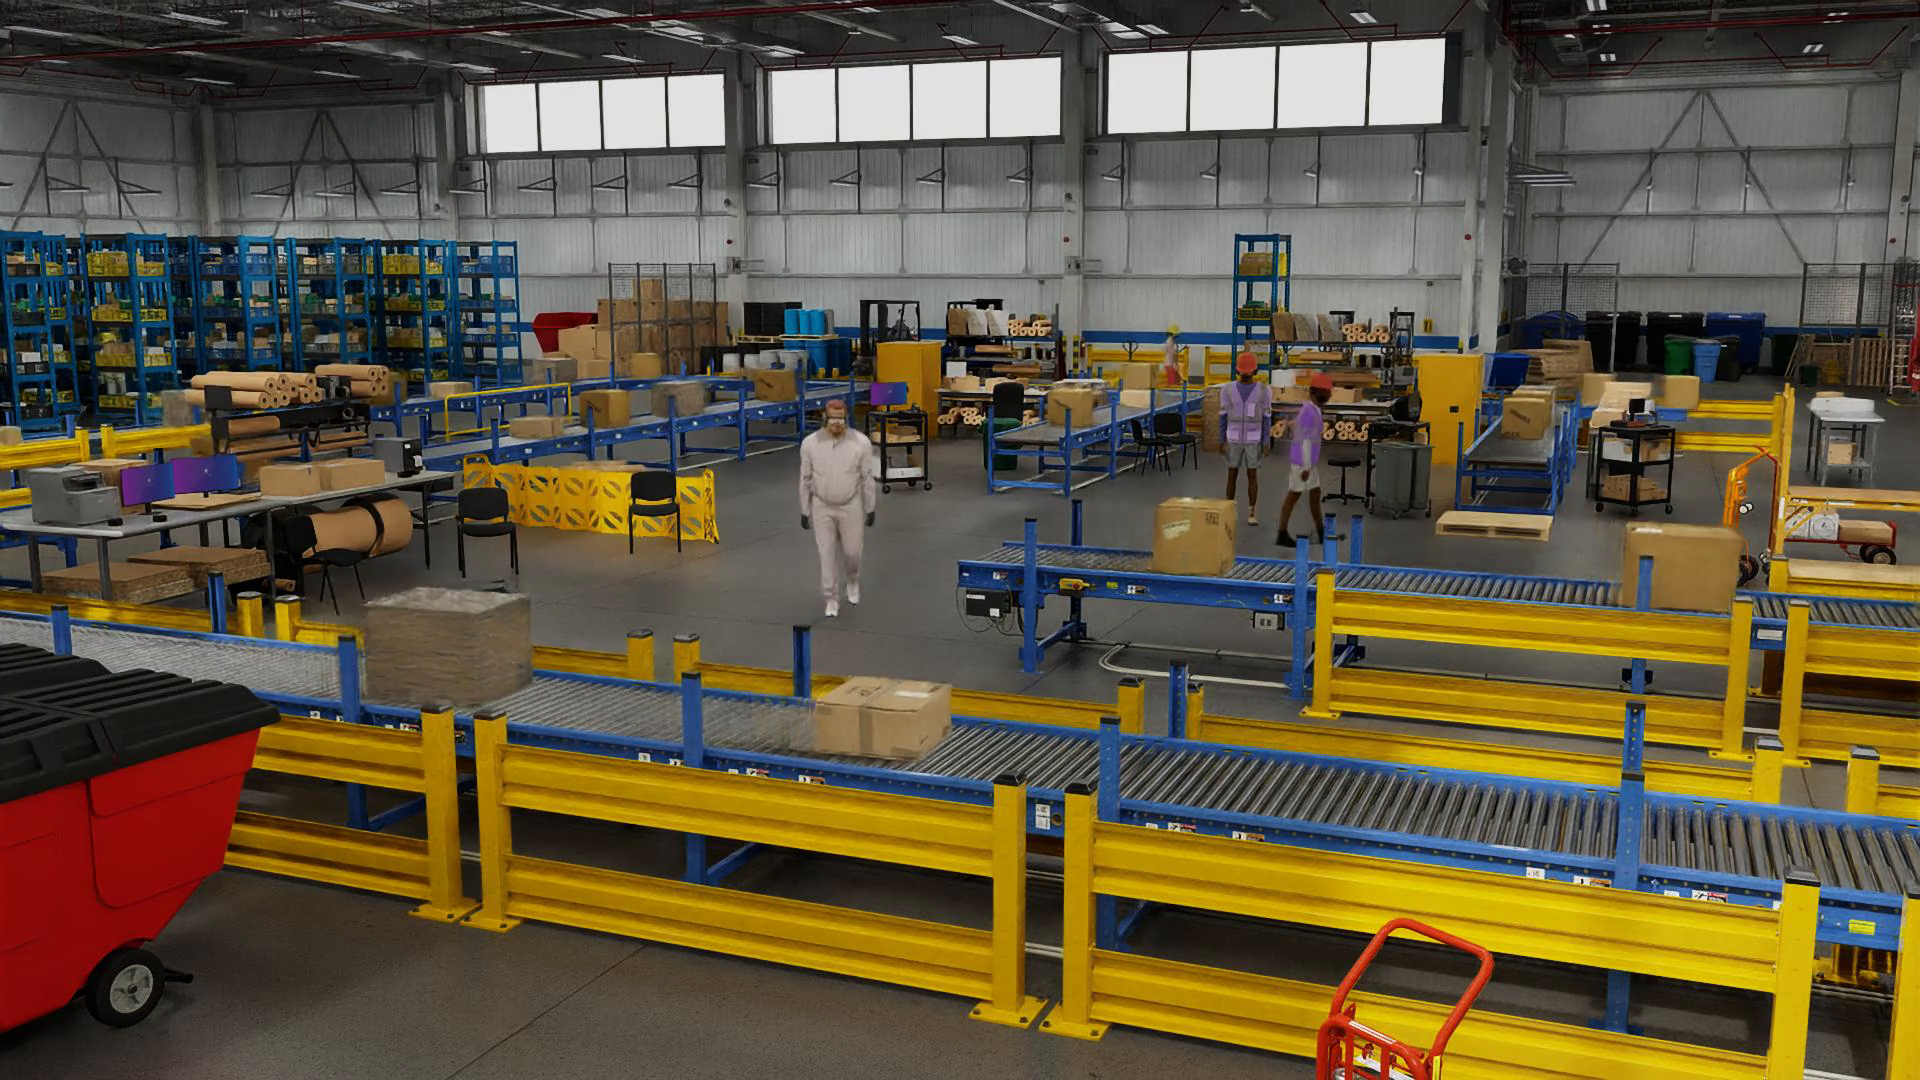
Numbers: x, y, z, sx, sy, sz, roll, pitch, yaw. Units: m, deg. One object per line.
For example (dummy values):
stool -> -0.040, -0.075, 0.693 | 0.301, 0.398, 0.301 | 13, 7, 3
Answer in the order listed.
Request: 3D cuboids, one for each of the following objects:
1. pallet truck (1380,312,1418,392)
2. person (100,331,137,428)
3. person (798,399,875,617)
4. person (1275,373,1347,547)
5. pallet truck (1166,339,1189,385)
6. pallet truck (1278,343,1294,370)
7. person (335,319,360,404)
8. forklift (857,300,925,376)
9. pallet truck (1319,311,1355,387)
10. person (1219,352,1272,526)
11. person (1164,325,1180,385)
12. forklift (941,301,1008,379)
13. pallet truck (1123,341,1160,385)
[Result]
pallet truck -> 10.207, -4.283, 38.369 | 0.823, 1.965, 1.885 | 3, 10, 20
person -> -15.789, -3.011, 31.217 | 0.616, 1.817, 0.417 | -1, 9, -5
person -> -1.073, -0.288, 14.488 | 0.669, 1.891, 0.481 | 0, 9, -2
person -> 3.809, -0.849, 17.929 | 0.800, 1.888, 0.573 | 3, 10, 16
pallet truck -> 5.418, -4.269, 40.420 | 0.704, 1.261, 1.522 | 3, 10, 20
pallet truck -> 7.886, -4.163, 39.743 | 0.653, 1.274, 1.630 | 4, 10, 22
person -> -13.379, -3.897, 36.182 | 0.932, 1.963, 0.612 | 3, 10, 19
forklift -> -1.732, -5.109, 42.468 | 1.157, 1.987, 2.680 | 4, 10, 22
pallet truck -> 9.071, -4.419, 39.190 | 0.823, 1.965, 1.885 | 5, 10, 26
person -> 3.318, -1.174, 19.414 | 0.605, 2.036, 0.389 | 3, 10, 15
person -> 4.616, -3.782, 36.064 | 0.356, 1.758, 0.533 | 3, 10, 19
forklift -> 0.365, -4.966, 41.571 | 1.157, 1.987, 2.680 | 3, 10, 20
pallet truck -> 4.445, -4.380, 41.279 | 0.680, 1.201, 1.601 | 4, 10, 22
